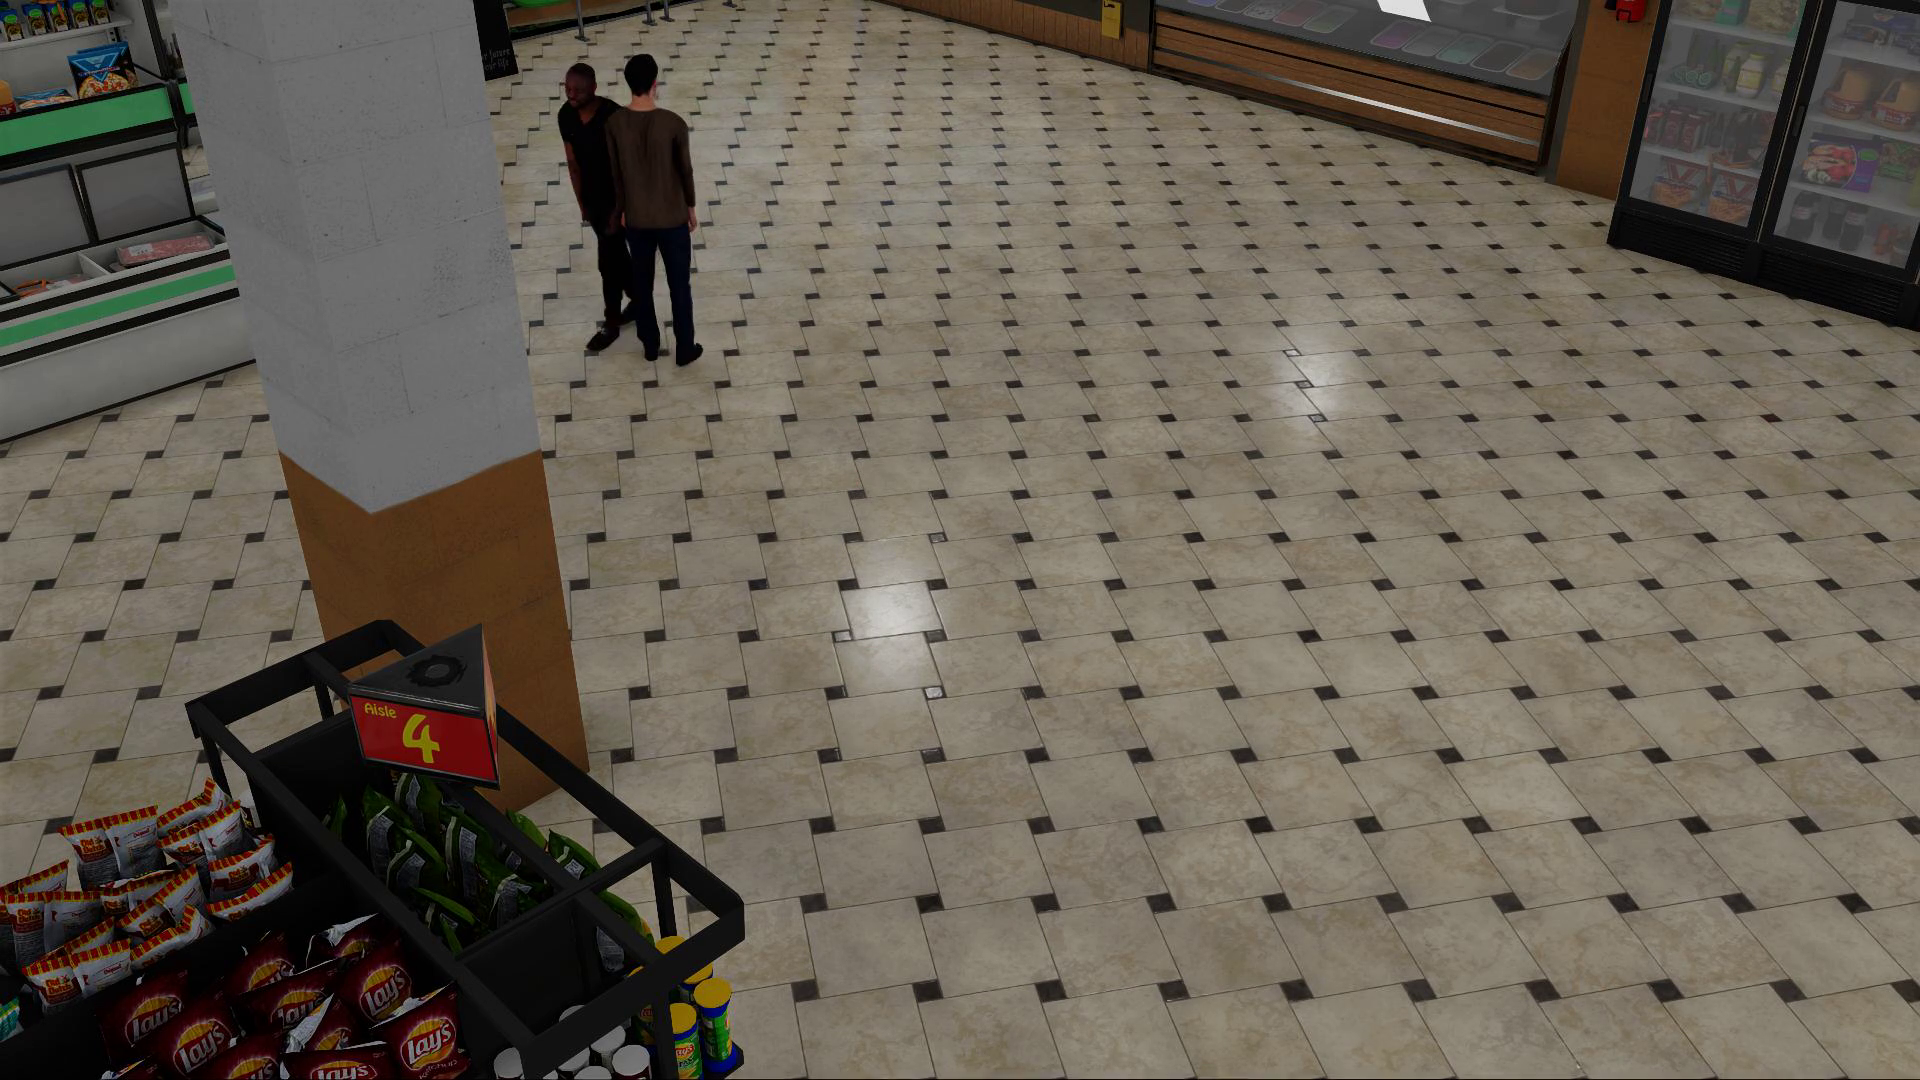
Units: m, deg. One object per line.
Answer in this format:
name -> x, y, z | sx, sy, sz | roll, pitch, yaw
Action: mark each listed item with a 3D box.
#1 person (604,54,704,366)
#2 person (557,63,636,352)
person -> -1.819, -1.947, 9.931 | 0.754, 1.887, 0.802 | 1, 32, 2
person -> -2.094, -2.072, 10.245 | 0.851, 1.769, 1.034 | 19, 37, 27
